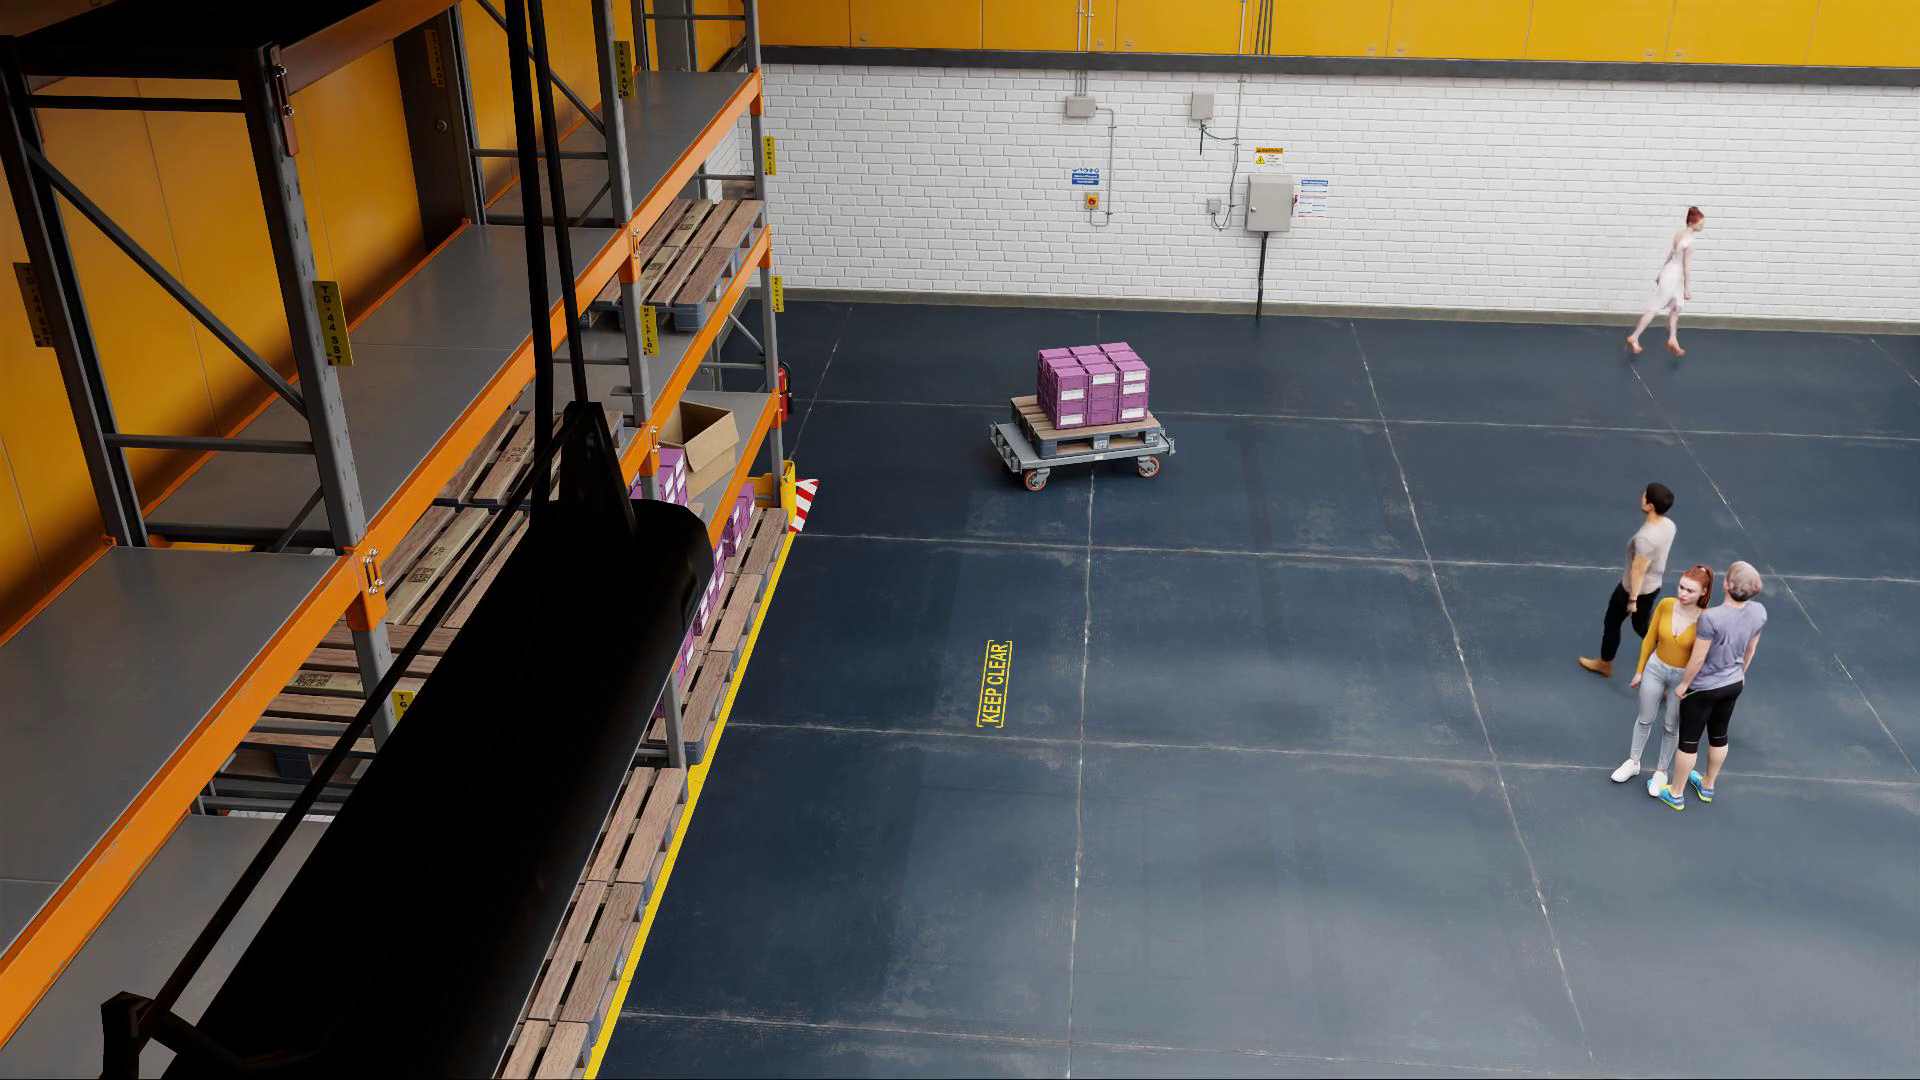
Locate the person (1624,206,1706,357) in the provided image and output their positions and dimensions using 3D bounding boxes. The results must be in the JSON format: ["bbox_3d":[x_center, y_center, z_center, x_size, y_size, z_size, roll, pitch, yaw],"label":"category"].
[{"bbox_3d":[7.758,-2.835,18.400,0.721,1.751,0.831,2,29,4],"label":"person"}]

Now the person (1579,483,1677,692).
[{"bbox_3d":[5.204,0.392,12.540,1.029,1.698,1.085,-22,35,-34],"label":"person"}]

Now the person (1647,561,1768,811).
[{"bbox_3d":[5.102,0.982,11.257,0.730,1.889,0.708,-8,30,-14],"label":"person"}]

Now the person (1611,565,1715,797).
[{"bbox_3d":[4.891,0.954,11.455,0.690,1.750,0.726,23,36,35],"label":"person"}]
